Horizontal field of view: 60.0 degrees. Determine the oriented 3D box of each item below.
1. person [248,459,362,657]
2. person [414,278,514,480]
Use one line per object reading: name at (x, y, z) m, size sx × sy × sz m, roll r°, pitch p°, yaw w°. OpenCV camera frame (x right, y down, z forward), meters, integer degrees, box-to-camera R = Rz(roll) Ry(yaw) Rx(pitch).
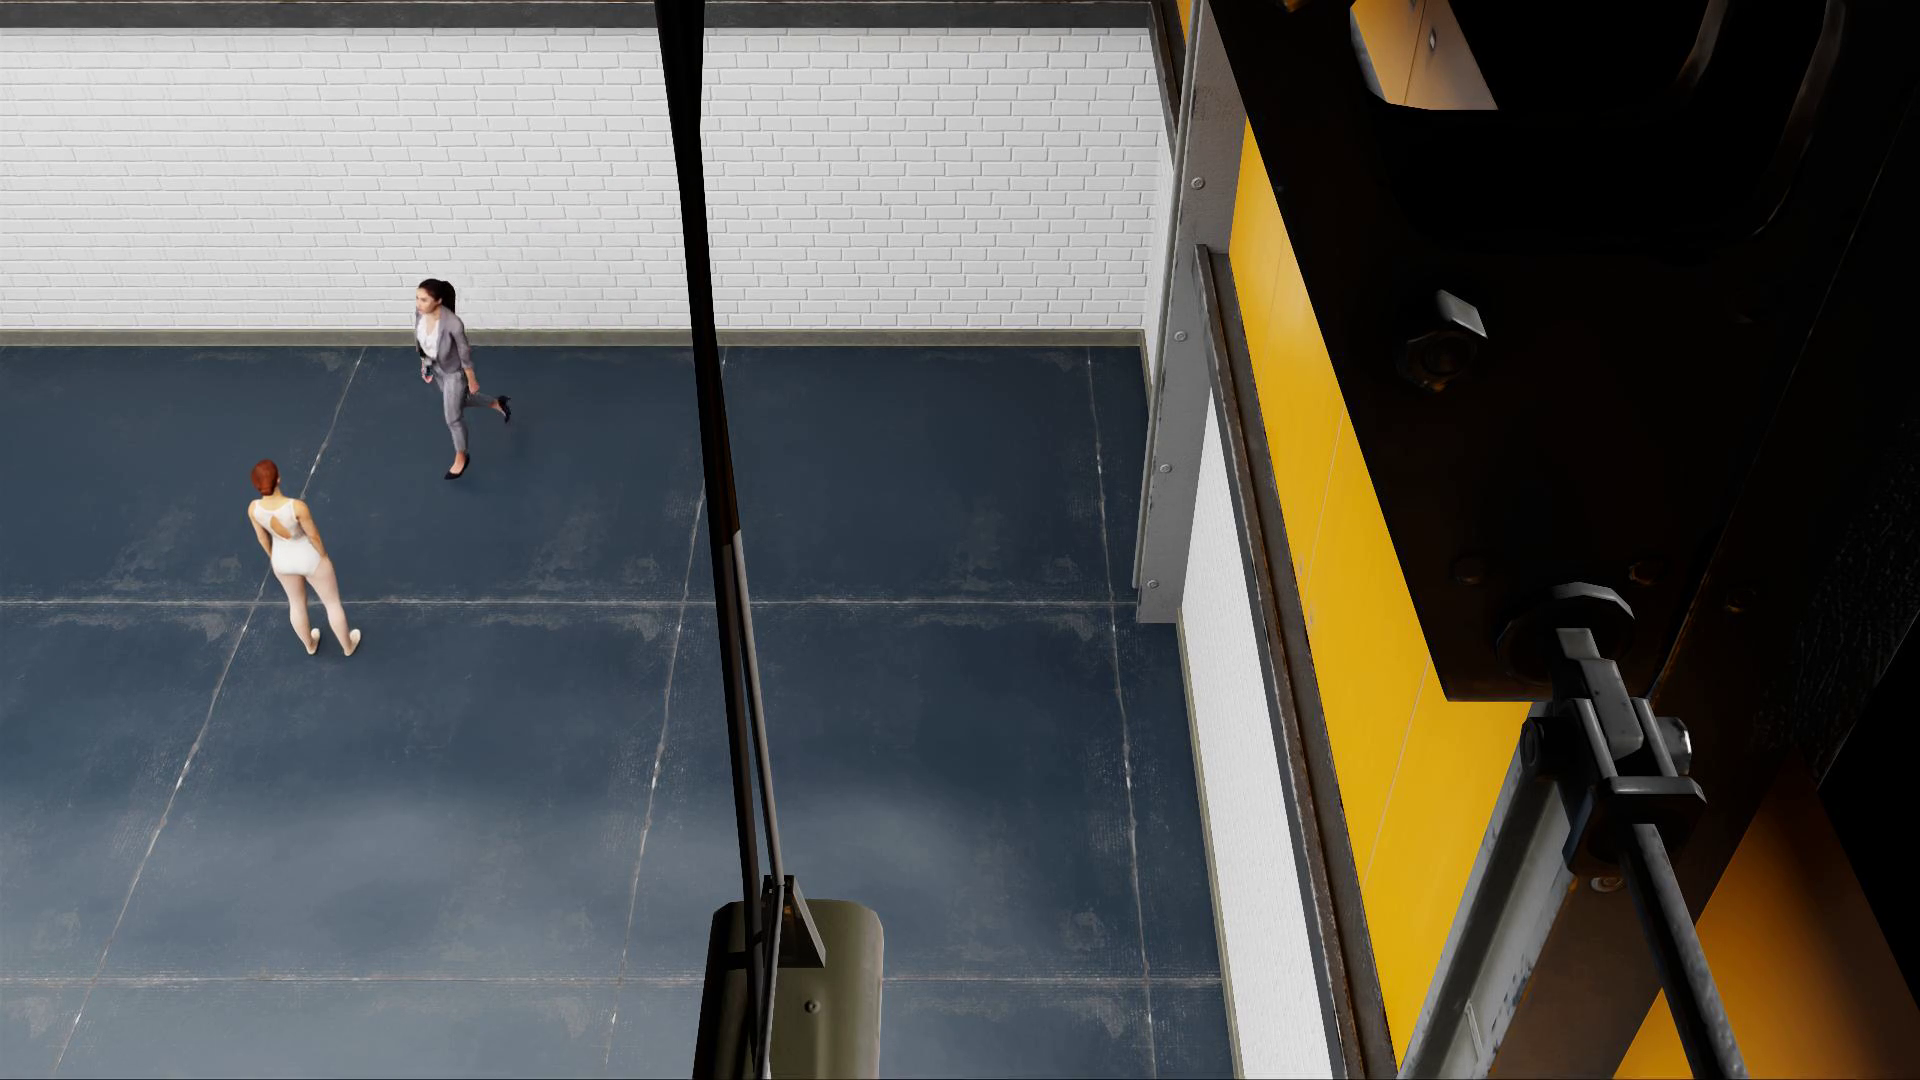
person at (-4.287, 0.138, 10.778) m, size 0.536 × 1.642 × 0.453 m, roll 0°, pitch 44°, yaw 0°
person at (-3.681, -1.256, 12.231) m, size 0.989 × 1.656 × 1.089 m, roll 29°, pitch 51°, yaw 27°
